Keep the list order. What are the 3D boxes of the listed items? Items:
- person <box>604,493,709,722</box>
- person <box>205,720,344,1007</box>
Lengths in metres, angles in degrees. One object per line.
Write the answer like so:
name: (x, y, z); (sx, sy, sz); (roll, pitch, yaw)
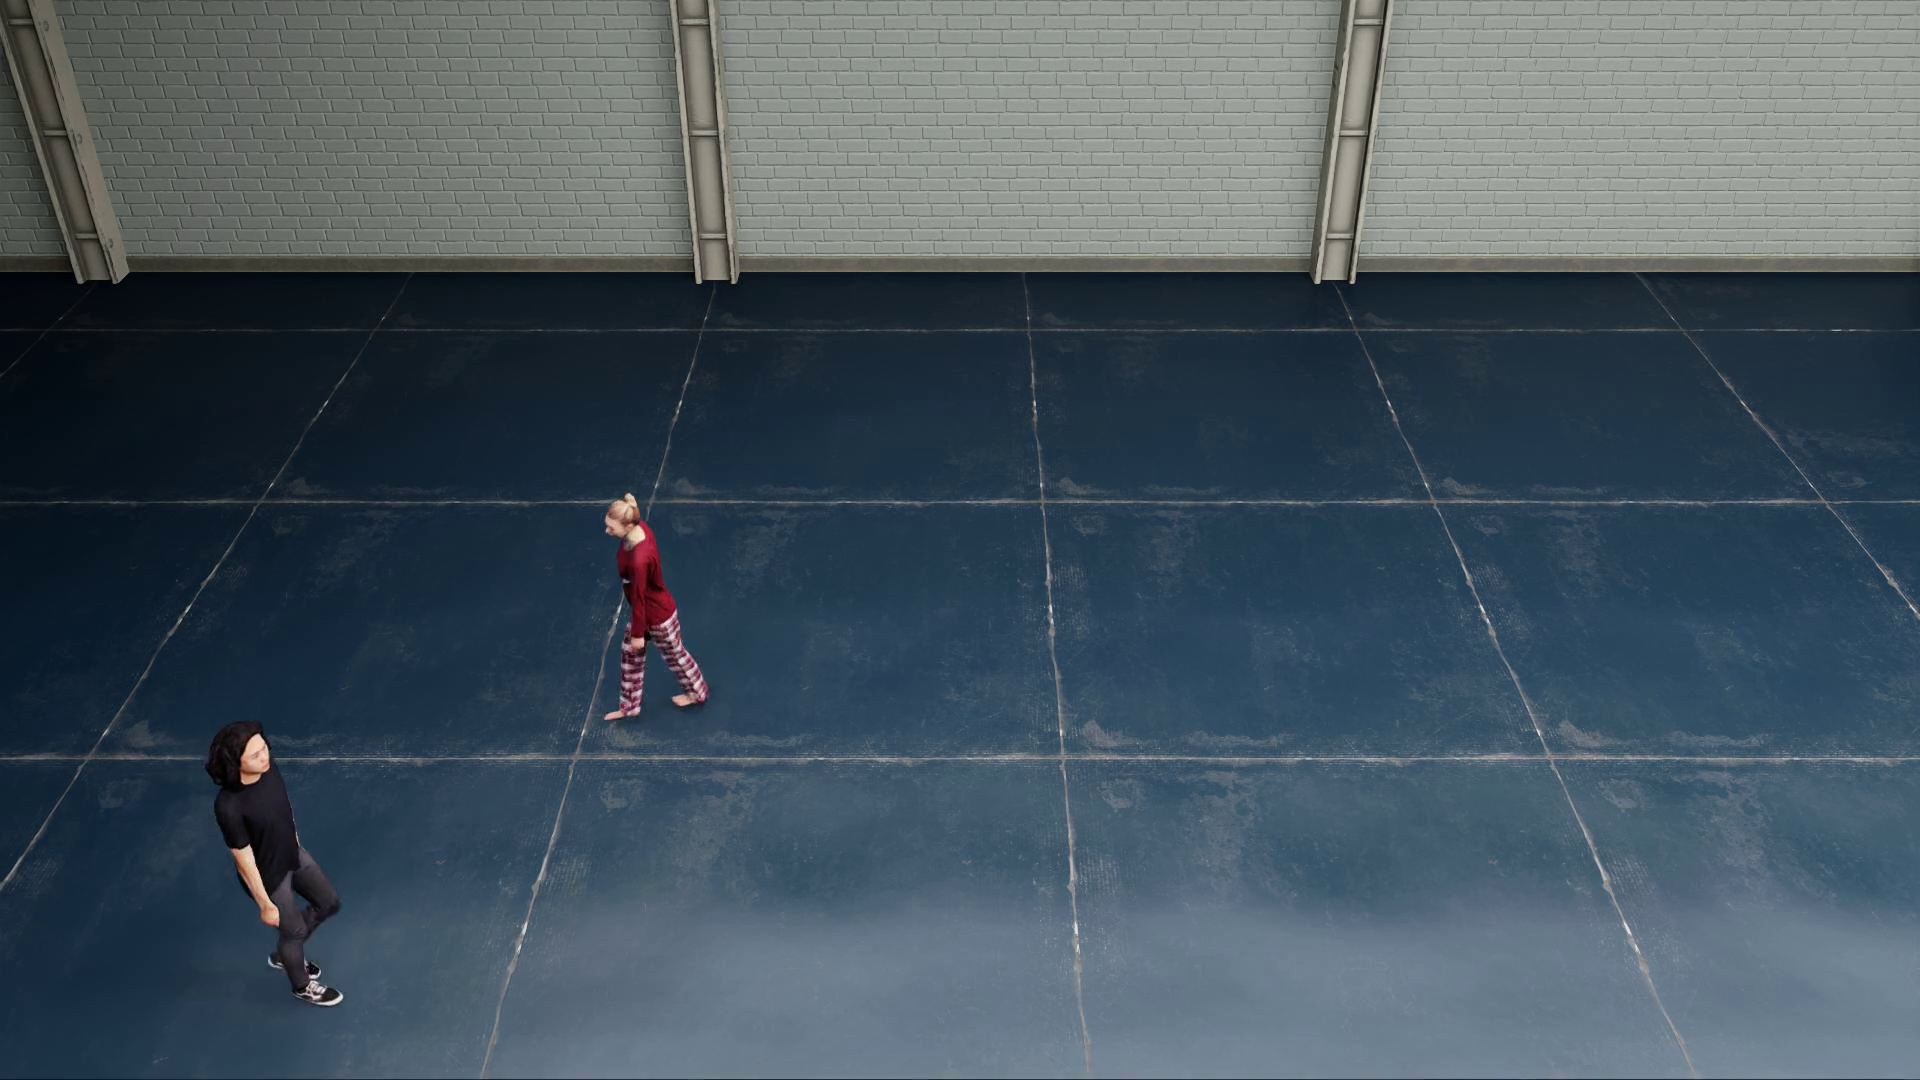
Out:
person: (-1.813, 0.403, 10.144); (1.011, 1.663, 0.840); (-10, 34, -15)
person: (-3.437, 1.593, 8.173); (0.702, 1.817, 0.693); (4, 33, 7)
